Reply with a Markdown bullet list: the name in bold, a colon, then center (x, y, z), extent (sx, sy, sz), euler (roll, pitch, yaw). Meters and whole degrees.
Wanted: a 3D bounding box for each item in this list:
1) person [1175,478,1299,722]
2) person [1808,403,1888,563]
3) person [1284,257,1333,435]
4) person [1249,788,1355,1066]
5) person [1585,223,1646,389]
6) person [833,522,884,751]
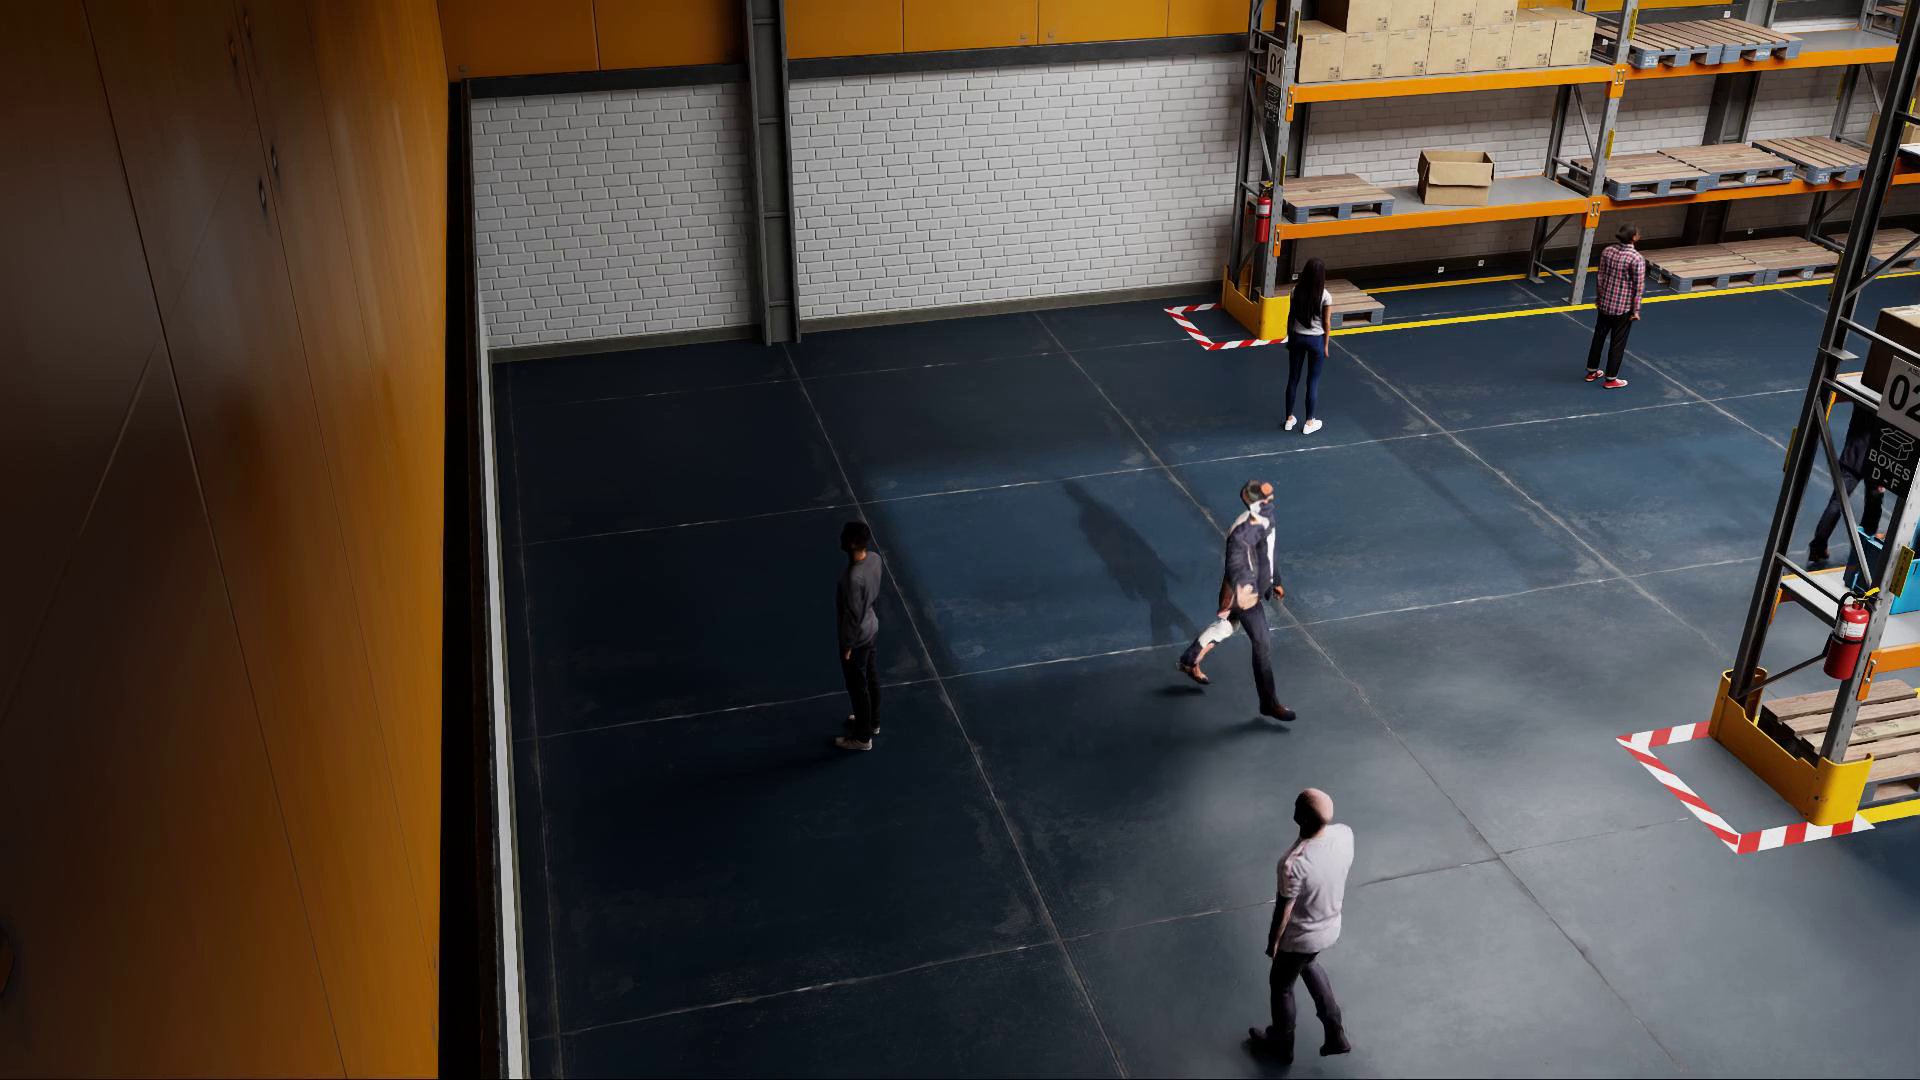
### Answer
- **person**: center (1.978, 0.380, 11.993), extent (1.288, 1.842, 1.210), euler (15, 32, 25)
- **person**: center (7.489, -0.596, 13.870), extent (1.258, 1.759, 0.940), euler (-17, 33, -28)
- **person**: center (3.390, -1.905, 16.253), extent (0.667, 1.774, 0.711), euler (18, 33, 30)
- **person**: center (1.897, 2.113, 8.837), extent (0.881, 1.823, 0.903), euler (-20, 34, -32)
- **person**: center (6.821, -2.449, 17.267), extent (0.754, 1.759, 0.775), euler (-19, 34, -30)
- **person**: center (-0.700, 0.655, 11.573), extent (0.725, 1.761, 0.703), euler (9, 30, 17)
